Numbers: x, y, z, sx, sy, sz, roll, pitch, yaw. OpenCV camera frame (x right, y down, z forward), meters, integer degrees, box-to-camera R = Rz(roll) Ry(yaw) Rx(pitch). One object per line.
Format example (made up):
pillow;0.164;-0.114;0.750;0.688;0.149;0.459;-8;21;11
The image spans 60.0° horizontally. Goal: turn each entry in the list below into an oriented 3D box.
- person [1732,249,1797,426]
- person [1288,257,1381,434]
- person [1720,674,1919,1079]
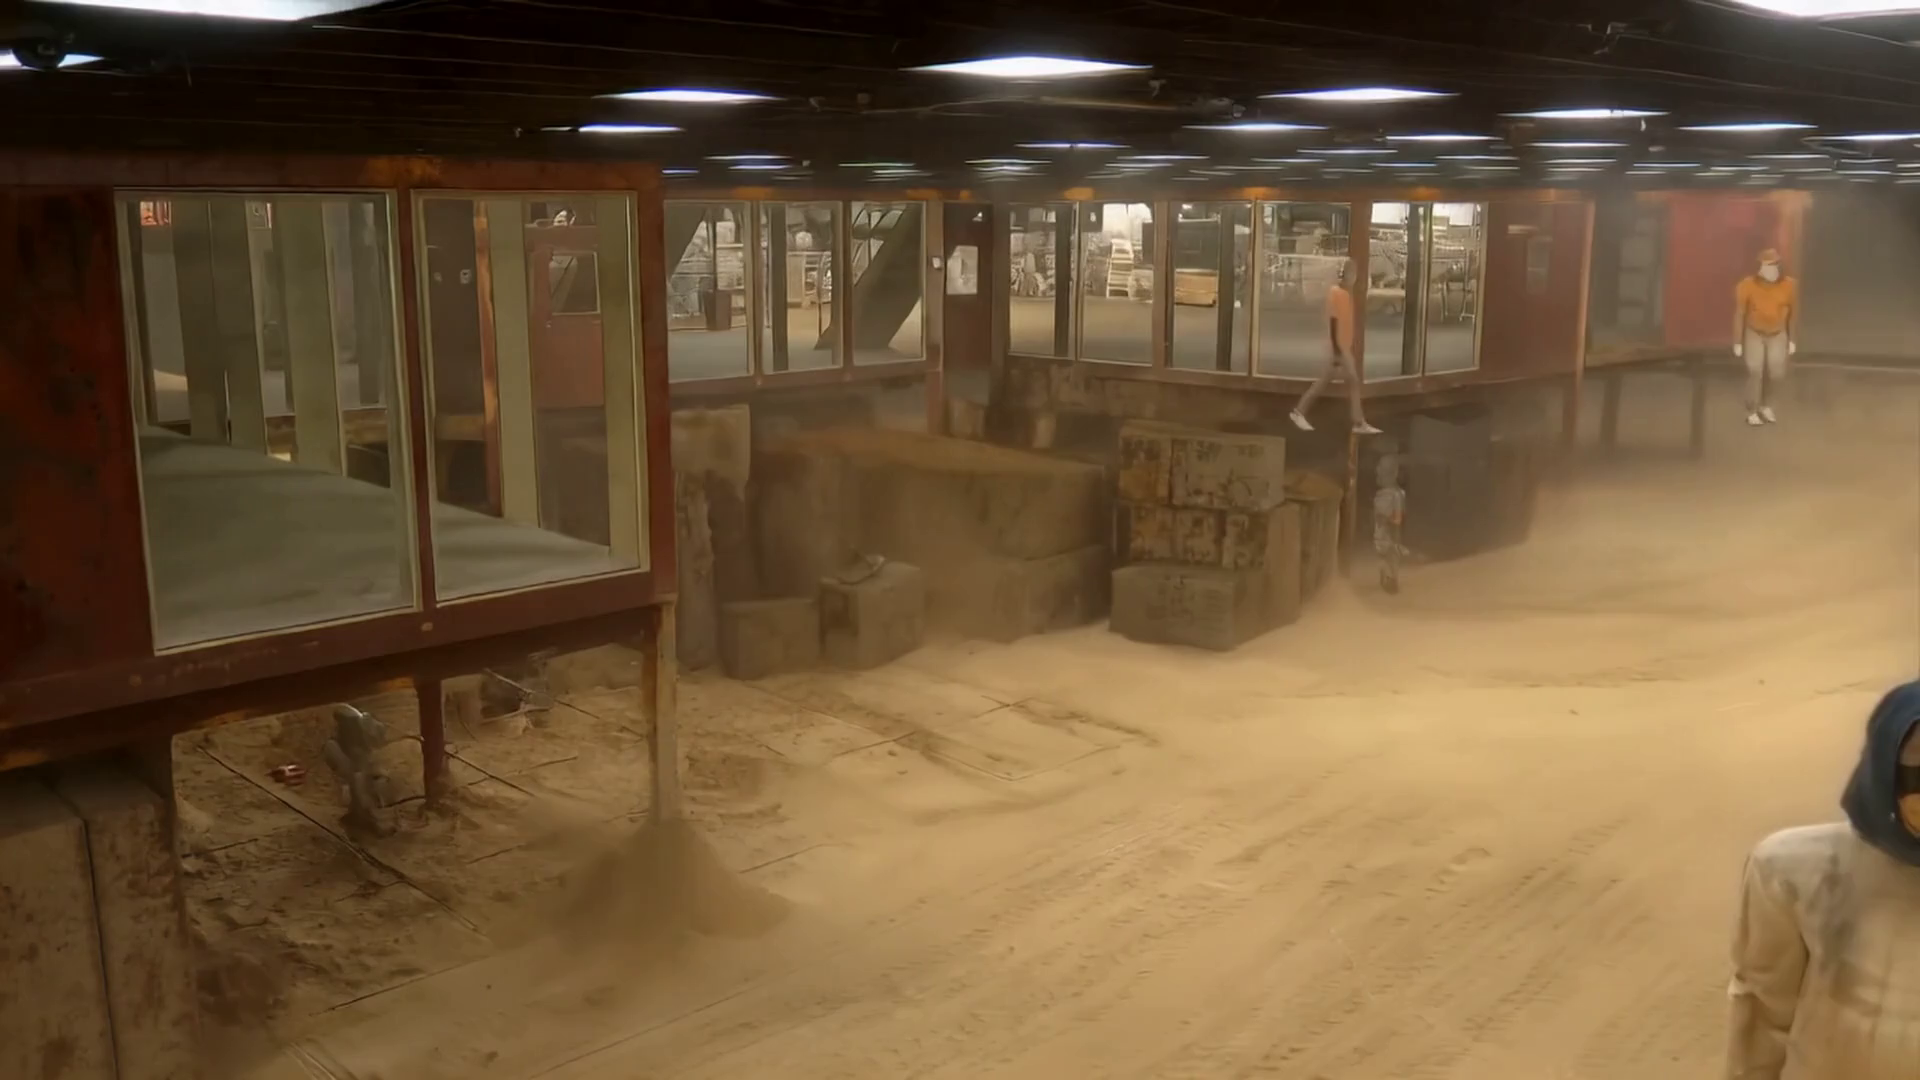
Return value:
person;8.627;-2.164;17.832;0.683;1.893;0.432;1;11;4
person;3.907;-2.024;17.300;0.963;1.830;0.525;7;13;32
person;1.458;1.004;2.623;0.498;1.634;0.280;5;12;23
